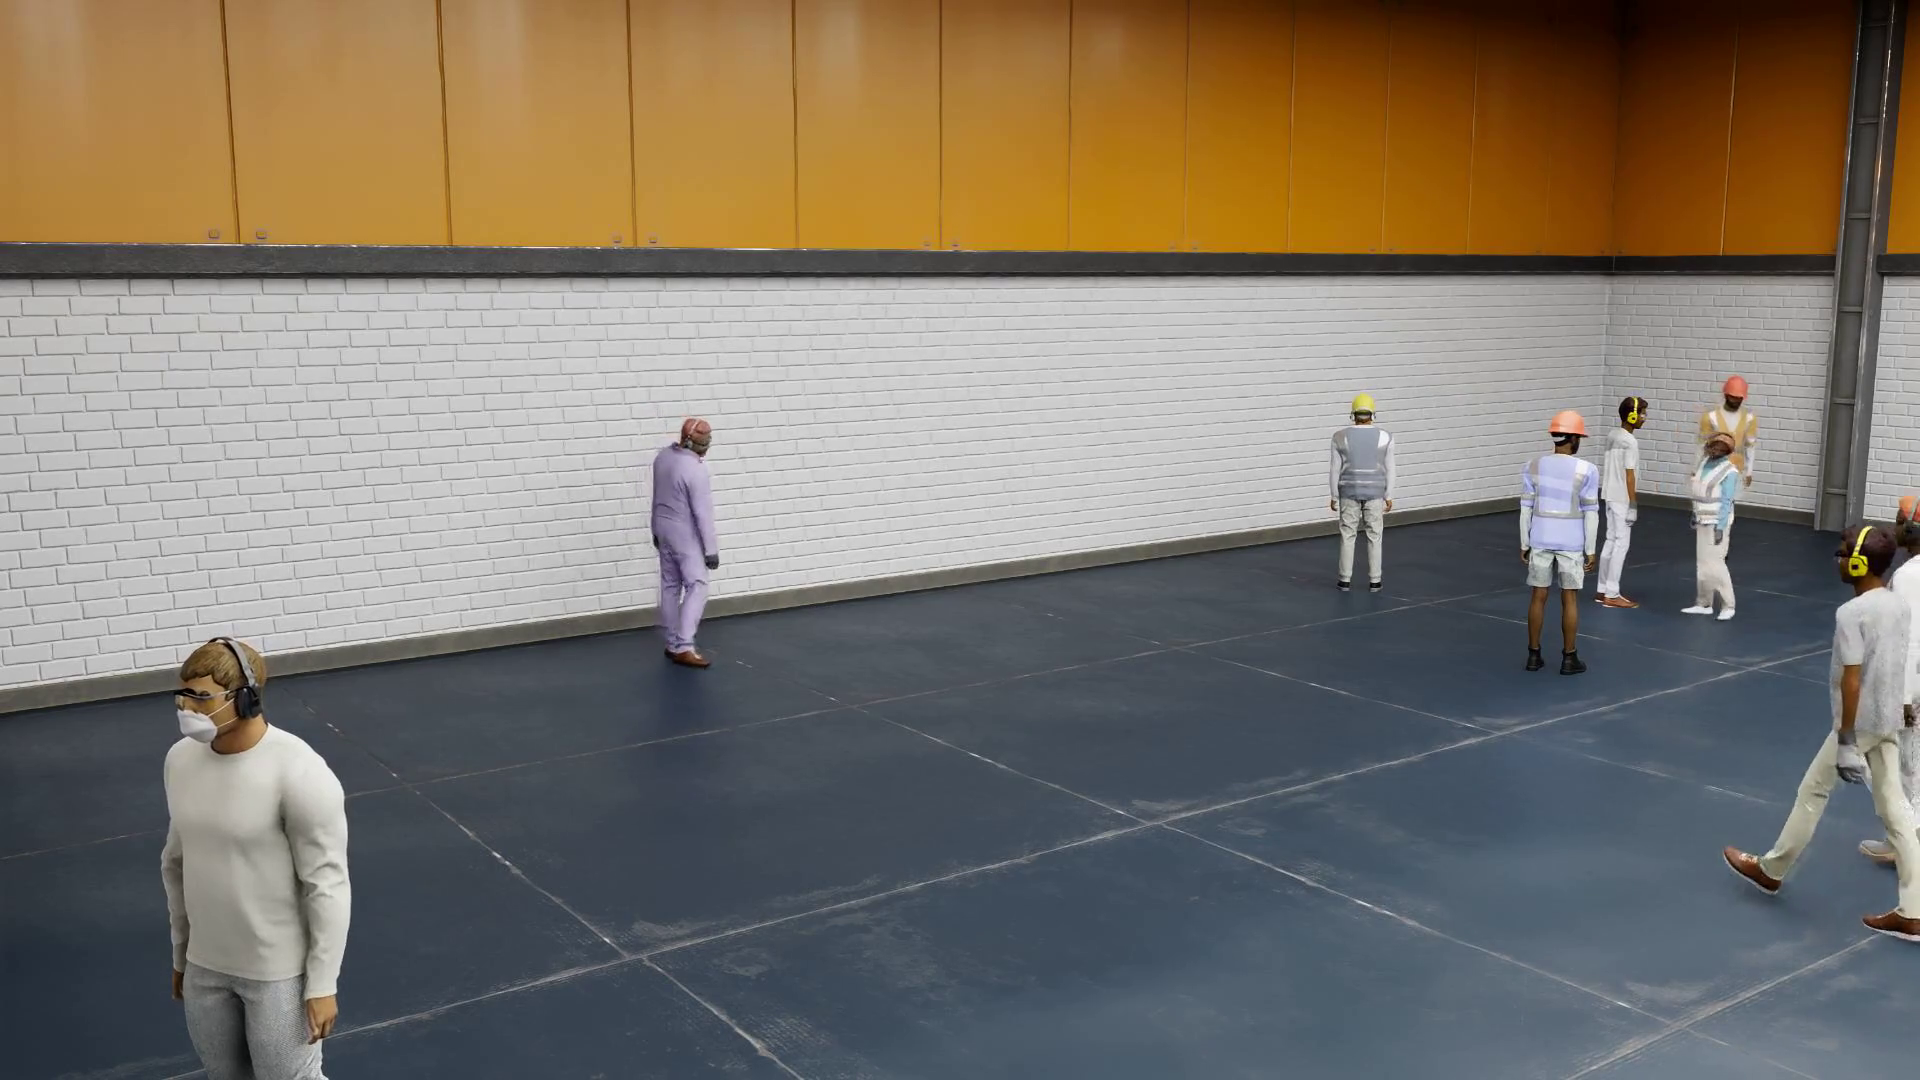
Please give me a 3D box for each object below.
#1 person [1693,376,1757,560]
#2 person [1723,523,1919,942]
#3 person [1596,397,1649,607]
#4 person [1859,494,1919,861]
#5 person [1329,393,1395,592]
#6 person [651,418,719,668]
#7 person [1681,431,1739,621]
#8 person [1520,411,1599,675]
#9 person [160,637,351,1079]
[{"bbox_3d":[7.881,-0.774,17.218,0.571,1.896,0.805,1,9,7],"label":"person"},{"bbox_3d":[4.019,0.829,7.534,0.550,1.819,0.984,-5,10,-27],"label":"person"},{"bbox_3d":[5.817,-0.329,14.595,0.347,1.855,0.532,0,9,-2],"label":"person"},{"bbox_3d":[4.675,0.694,8.228,0.584,1.868,0.412,-6,11,-31],"label":"person"},{"bbox_3d":[3.691,-0.432,15.287,0.589,1.833,0.404,2,9,10],"label":"person"},{"bbox_3d":[-2.075,0.003,12.544,0.396,1.863,0.728,-8,12,-41],"label":"person"},{"bbox_3d":[6.406,-0.125,14.107,0.350,1.609,0.587,0,9,-2],"label":"person"},{"bbox_3d":[4.395,0.018,12.203,0.551,1.930,0.375,6,11,34],"label":"person"},{"bbox_3d":[-2.023,1.221,4.763,0.637,1.938,0.355,4,10,25],"label":"person"}]
